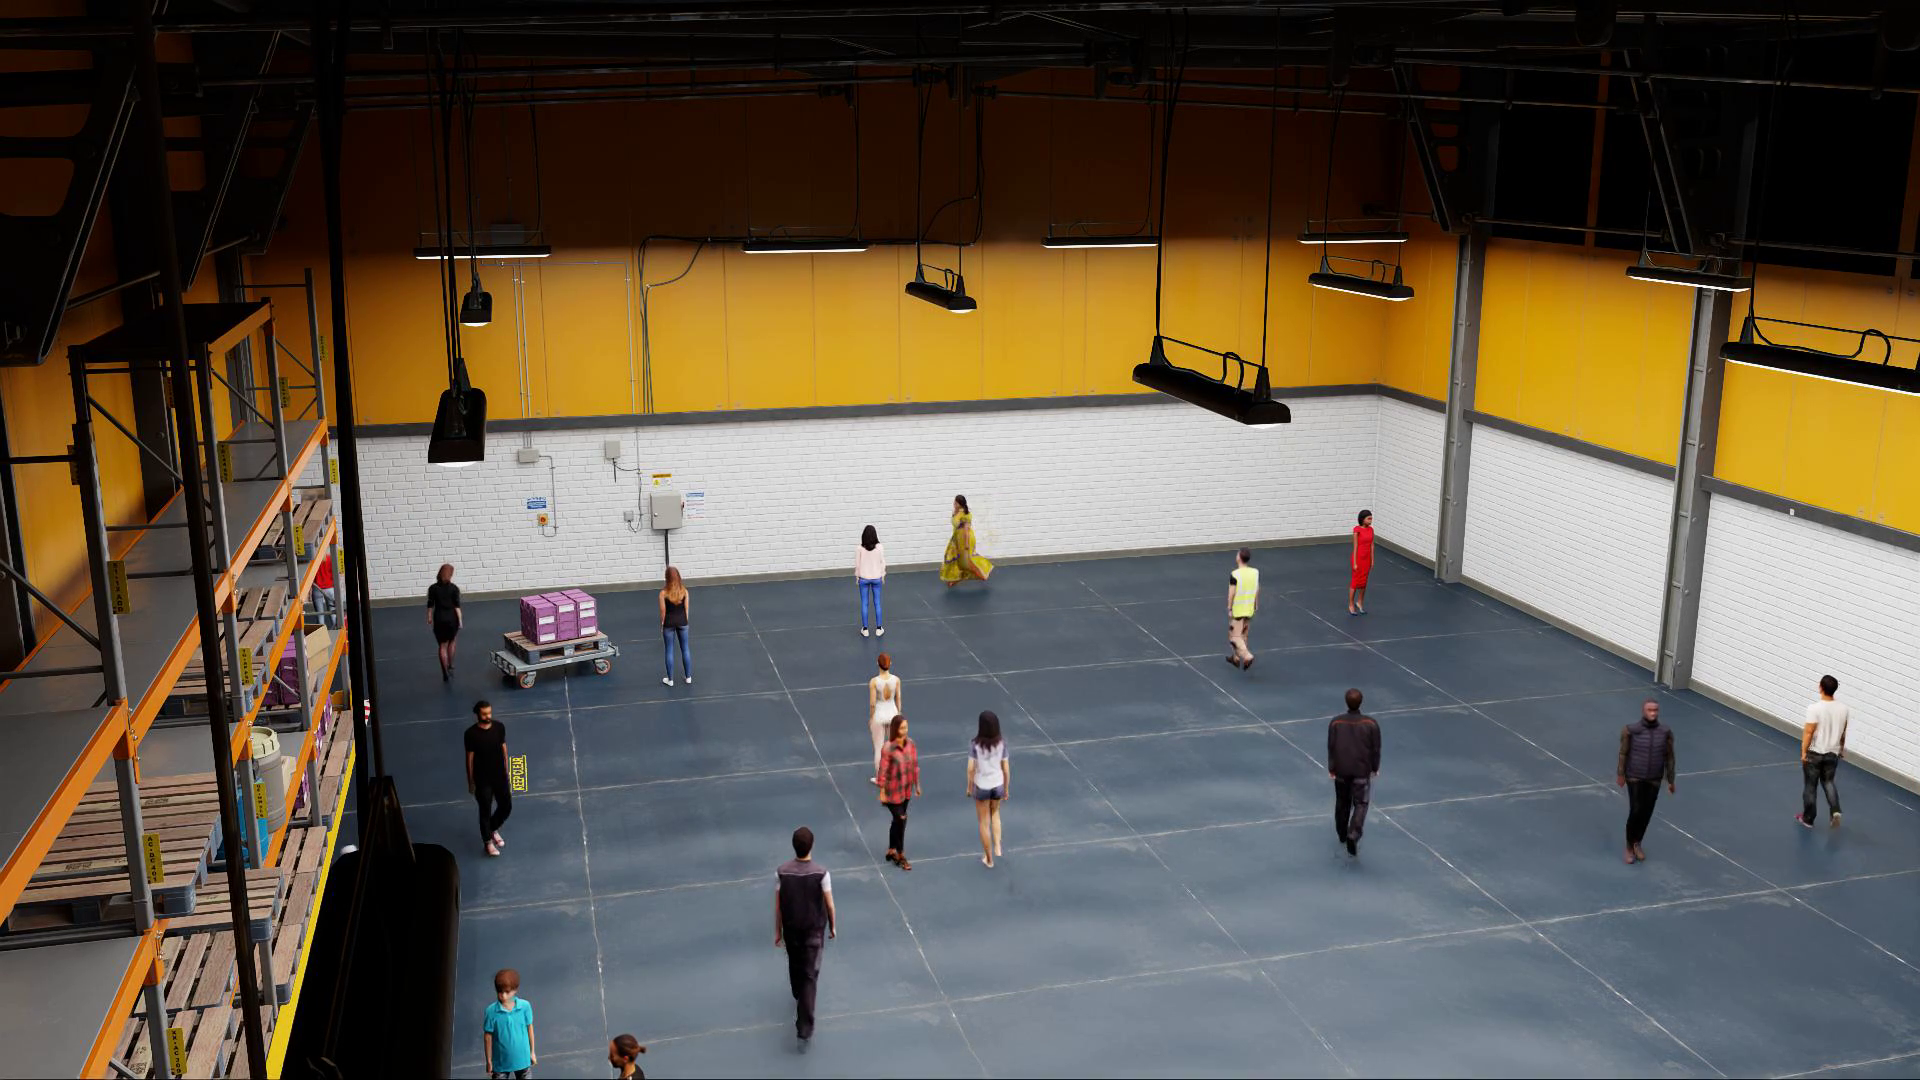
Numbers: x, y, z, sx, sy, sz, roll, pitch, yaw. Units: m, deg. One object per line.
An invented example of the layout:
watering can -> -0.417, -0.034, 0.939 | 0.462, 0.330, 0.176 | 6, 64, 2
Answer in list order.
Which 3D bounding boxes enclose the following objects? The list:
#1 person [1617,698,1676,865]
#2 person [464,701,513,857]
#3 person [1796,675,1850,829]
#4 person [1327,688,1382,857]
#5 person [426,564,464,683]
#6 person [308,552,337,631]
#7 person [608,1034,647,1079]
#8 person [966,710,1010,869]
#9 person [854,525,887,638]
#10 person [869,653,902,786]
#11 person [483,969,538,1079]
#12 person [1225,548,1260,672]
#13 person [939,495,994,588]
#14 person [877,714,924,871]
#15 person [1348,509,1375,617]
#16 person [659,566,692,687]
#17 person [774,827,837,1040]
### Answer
person -> 7.344, 2.546, 17.897 | 0.820, 1.821, 0.839 | 1, 14, 3
person -> -5.146, 2.551, 18.036 | 0.735, 1.745, 0.732 | -12, 18, -41
person -> 9.674, 2.399, 18.559 | 0.762, 1.797, 0.926 | -1, 14, -3
person -> 4.248, 2.525, 17.999 | 1.074, 1.814, 1.189 | 5, 14, 19
person -> -7.332, 1.213, 23.732 | 0.750, 1.666, 0.938 | -2, 14, -10
person -> -9.737, 0.791, 25.397 | 0.689, 1.703, 0.665 | -12, 18, -40
person -> -2.241, 4.175, 11.494 | 0.648, 1.669, 0.472 | -3, 14, -11
person -> 0.325, 2.664, 17.624 | 0.595, 1.721, 0.592 | -5, 14, -18
person -> -1.400, 0.626, 25.938 | 0.692, 1.769, 0.624 | 0, 14, -1
person -> -0.894, 2.140, 19.951 | 0.570, 1.644, 0.508 | -5, 15, -21
person -> -3.462, 3.968, 12.816 | 0.546, 1.448, 0.504 | -6, 15, -22
person -> 4.116, 1.032, 24.136 | 0.848, 1.827, 1.090 | -7, 15, -27
person -> 0.115, 0.018, 28.774 | 1.043, 1.616, 1.264 | -7, 15, -27
person -> -0.715, 2.655, 17.730 | 0.836, 1.688, 0.782 | 13, 19, 43
person -> 6.531, 0.353, 27.124 | 0.619, 1.741, 0.572 | -7, 15, -27
person -> -4.040, 1.211, 23.619 | 0.628, 1.724, 0.583 | -6, 15, -24
person -> -1.354, 3.416, 14.335 | 0.968, 1.807, 1.280 | 1, 14, 6
